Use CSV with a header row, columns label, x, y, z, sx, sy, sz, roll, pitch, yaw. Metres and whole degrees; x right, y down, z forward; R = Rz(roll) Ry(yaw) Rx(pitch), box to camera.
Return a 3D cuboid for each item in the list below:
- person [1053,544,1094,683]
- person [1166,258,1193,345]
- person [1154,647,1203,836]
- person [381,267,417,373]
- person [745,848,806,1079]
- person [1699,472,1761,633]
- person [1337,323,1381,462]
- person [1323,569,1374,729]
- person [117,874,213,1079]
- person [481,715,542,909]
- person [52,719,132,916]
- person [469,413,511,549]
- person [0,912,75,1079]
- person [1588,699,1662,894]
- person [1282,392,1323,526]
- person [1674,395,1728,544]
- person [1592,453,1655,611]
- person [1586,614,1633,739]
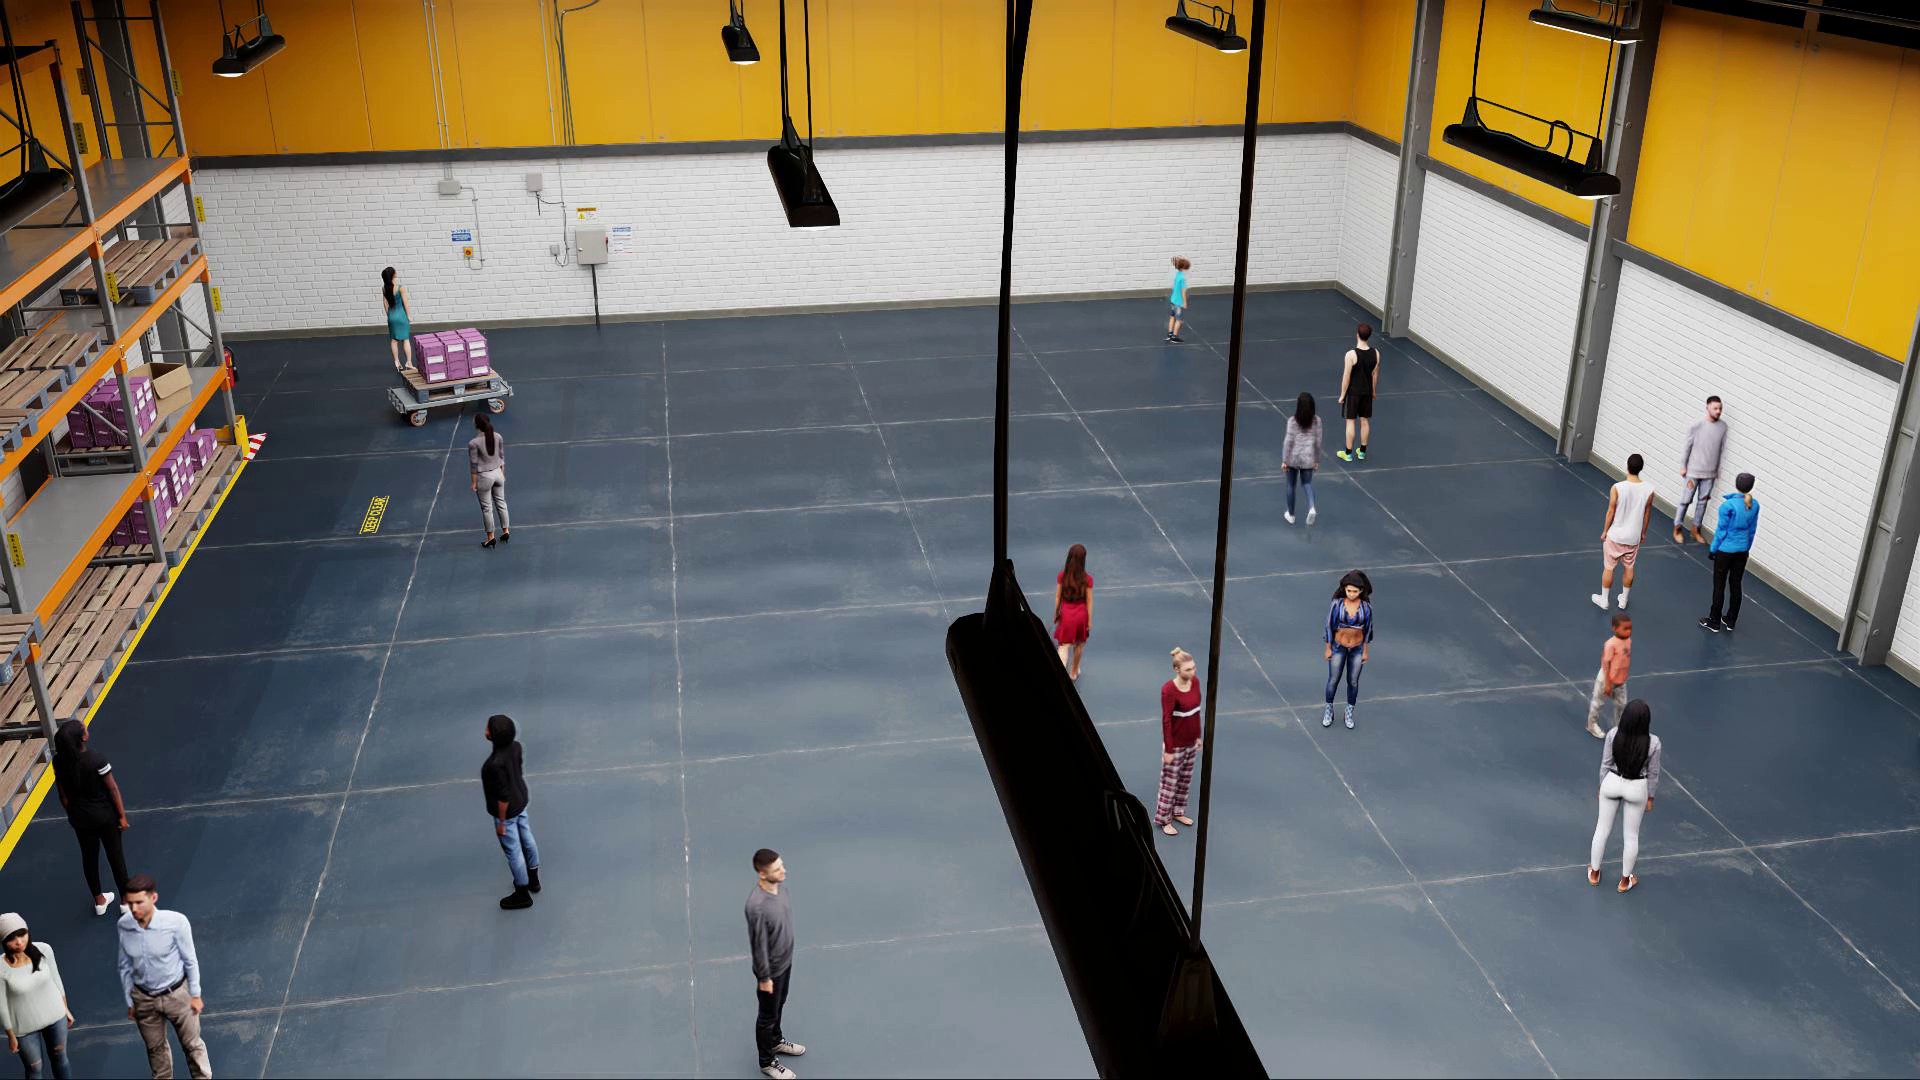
label,x,y,z,sx,sy,sz,roll,pitch,yaw
person,1.110,0.791,16.547,0.726,1.534,0.968,4,24,9
person,3.602,-4.005,27.648,0.753,1.430,0.422,-10,25,-21
person,1.883,1.711,14.239,0.682,1.697,0.686,-20,31,-38
person,-8.828,-3.470,26.105,0.612,1.687,0.583,3,24,8
person,-1.298,2.891,11.459,0.752,1.760,0.610,5,24,12
person,8.234,0.123,17.747,0.619,1.797,0.522,-3,24,-7
person,5.390,-1.996,22.477,0.675,1.891,0.563,-5,24,-12
person,3.695,1.045,15.860,0.688,1.618,0.665,4,24,9
person,-5.299,3.015,11.067,0.660,1.848,0.624,-2,24,-3
person,-3.577,2.145,13.241,0.701,1.701,0.578,4,24,8
person,-6.833,2.179,13.129,0.657,1.729,0.627,1,24,1
person,-5.610,-0.718,19.818,0.775,1.678,0.729,19,30,37
person,-6.097,3.165,10.978,0.692,1.645,0.640,17,29,34
person,5.371,2.044,13.442,0.671,1.725,0.712,13,27,26
person,4.180,-0.949,20.300,0.636,1.716,0.881,-3,24,-6
person,8.897,-0.872,19.973,0.721,1.837,0.642,0,24,1
person,7.284,-0.085,18.232,0.676,1.789,0.631,0,24,1
person,6.124,1.278,15.735,0.571,1.292,0.792,-8,25,-19
